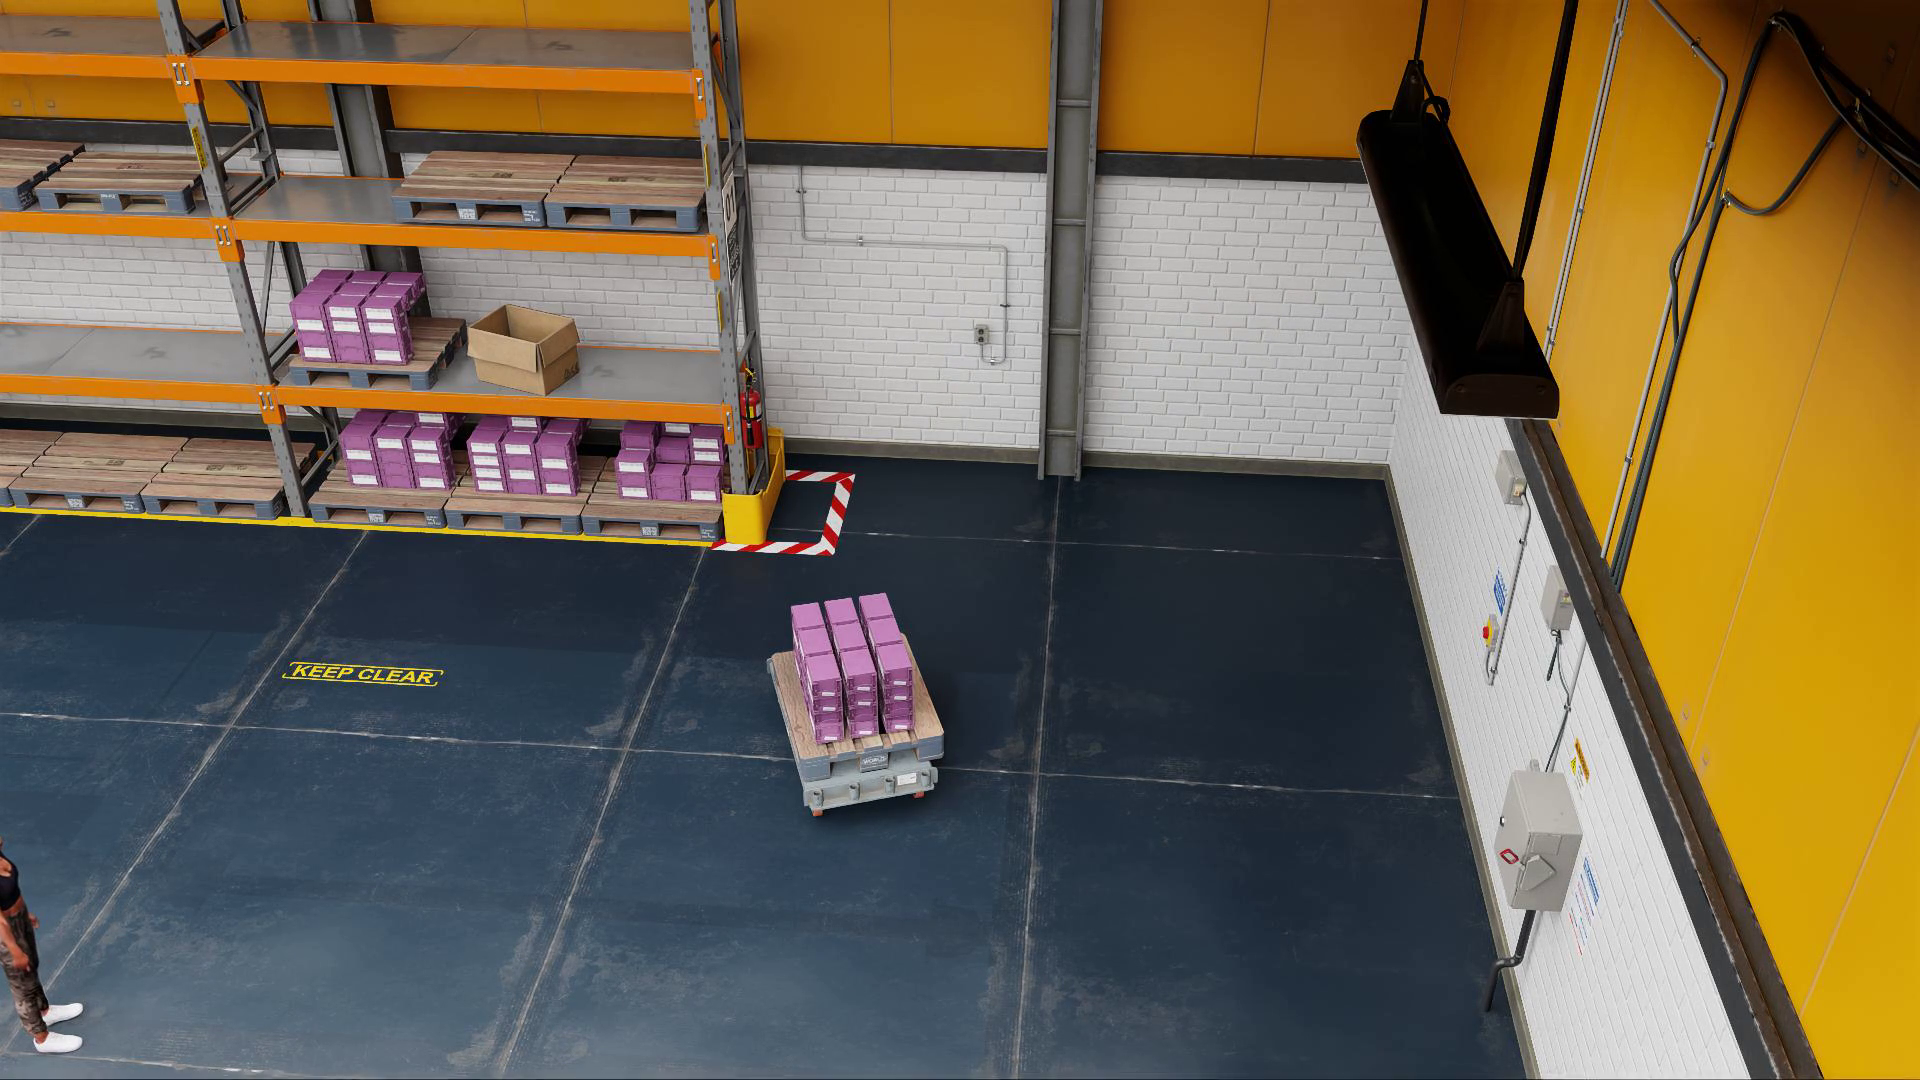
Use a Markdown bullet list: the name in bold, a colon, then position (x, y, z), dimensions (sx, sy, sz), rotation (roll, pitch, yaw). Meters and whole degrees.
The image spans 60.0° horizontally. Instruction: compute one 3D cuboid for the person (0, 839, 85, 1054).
- **person**: position (-5.437, 2.238, 9.525), dimensions (0.661, 1.699, 0.651), rotation (-11, 35, -16)
